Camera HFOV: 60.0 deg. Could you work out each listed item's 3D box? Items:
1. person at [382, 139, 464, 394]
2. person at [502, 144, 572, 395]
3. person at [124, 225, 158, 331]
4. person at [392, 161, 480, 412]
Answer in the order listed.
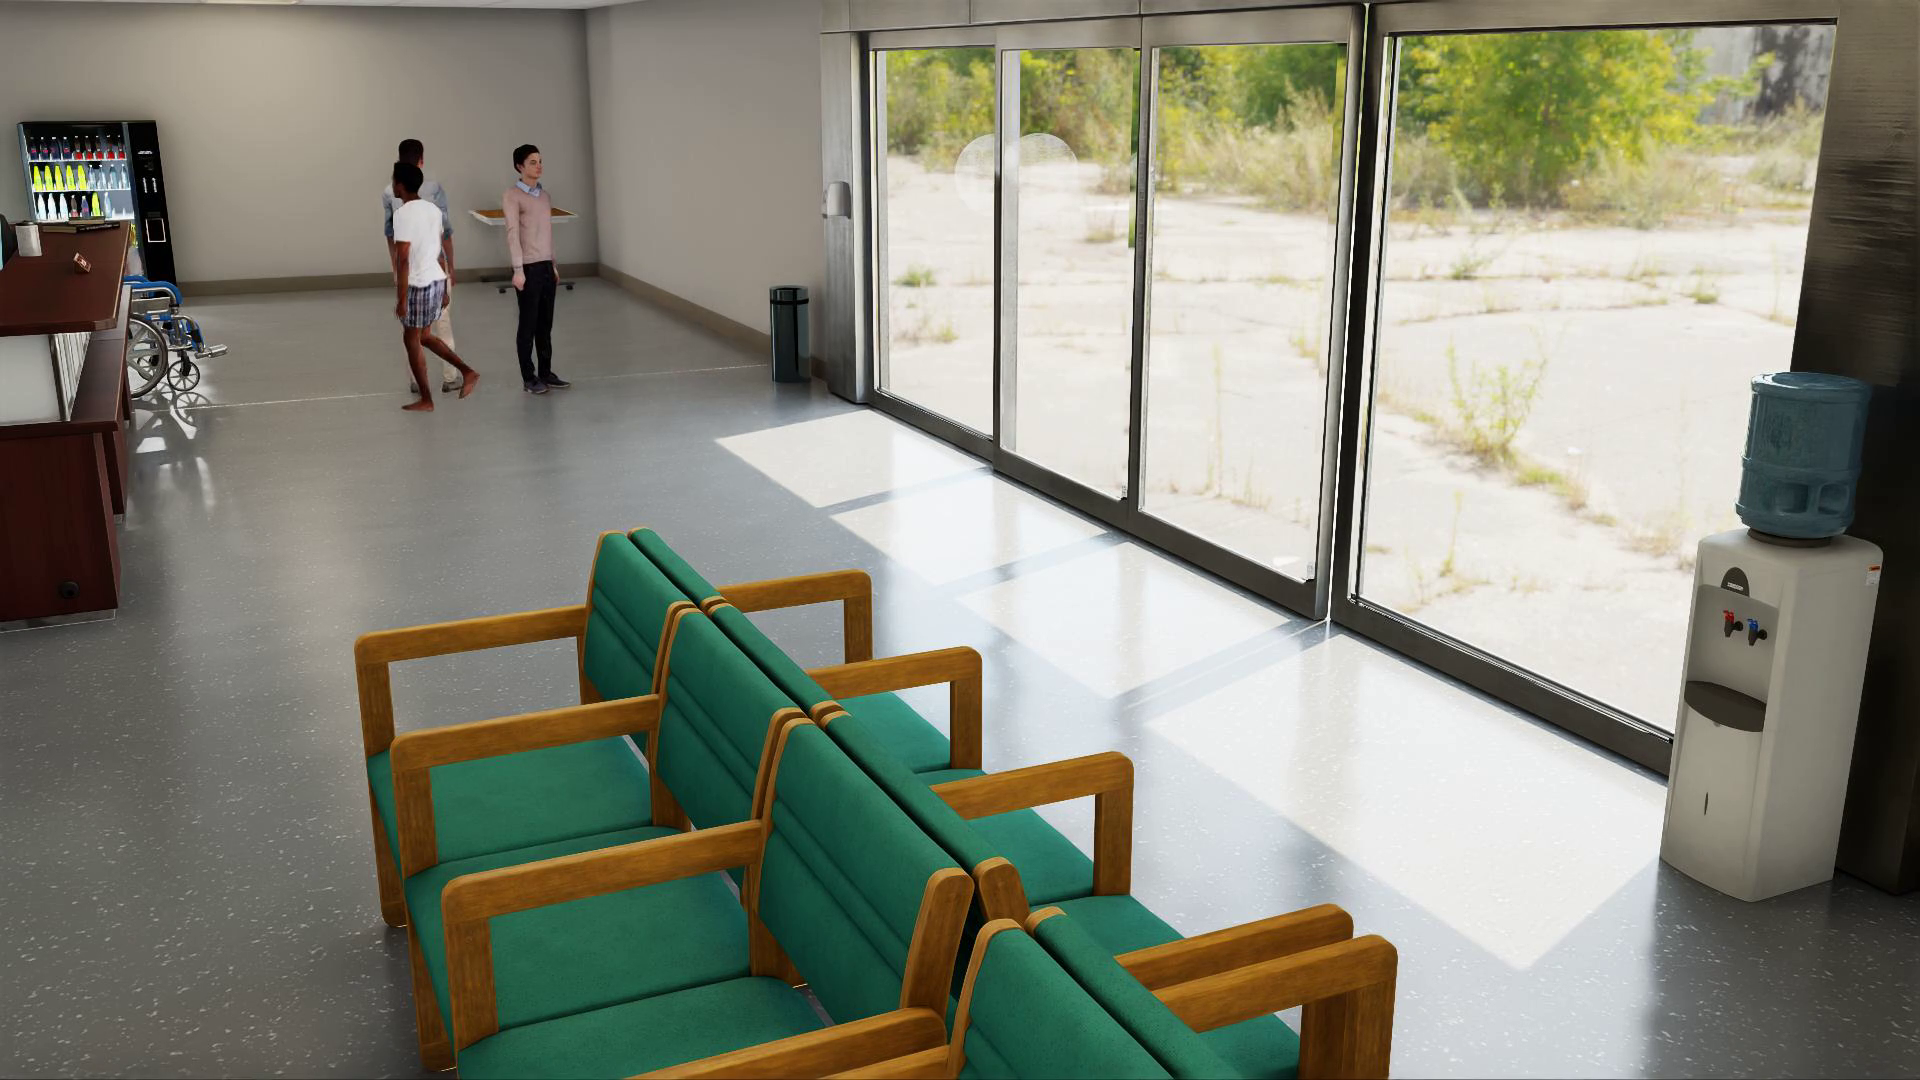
[{"bbox_3d":[-3.983,-2.026,12.309,0.633,1.848,0.780,-1,16,-2],"label":"person"},{"bbox_3d":[-3.155,-2.013,12.336,0.770,1.809,0.688,7,17,25],"label":"person"},{"bbox_3d":[-7.616,-2.406,15.206,0.671,1.008,0.524,-2,16,-6],"label":"person"},{"bbox_3d":[-3.652,-1.726,11.491,0.933,1.715,0.862,4,16,13],"label":"person"}]
